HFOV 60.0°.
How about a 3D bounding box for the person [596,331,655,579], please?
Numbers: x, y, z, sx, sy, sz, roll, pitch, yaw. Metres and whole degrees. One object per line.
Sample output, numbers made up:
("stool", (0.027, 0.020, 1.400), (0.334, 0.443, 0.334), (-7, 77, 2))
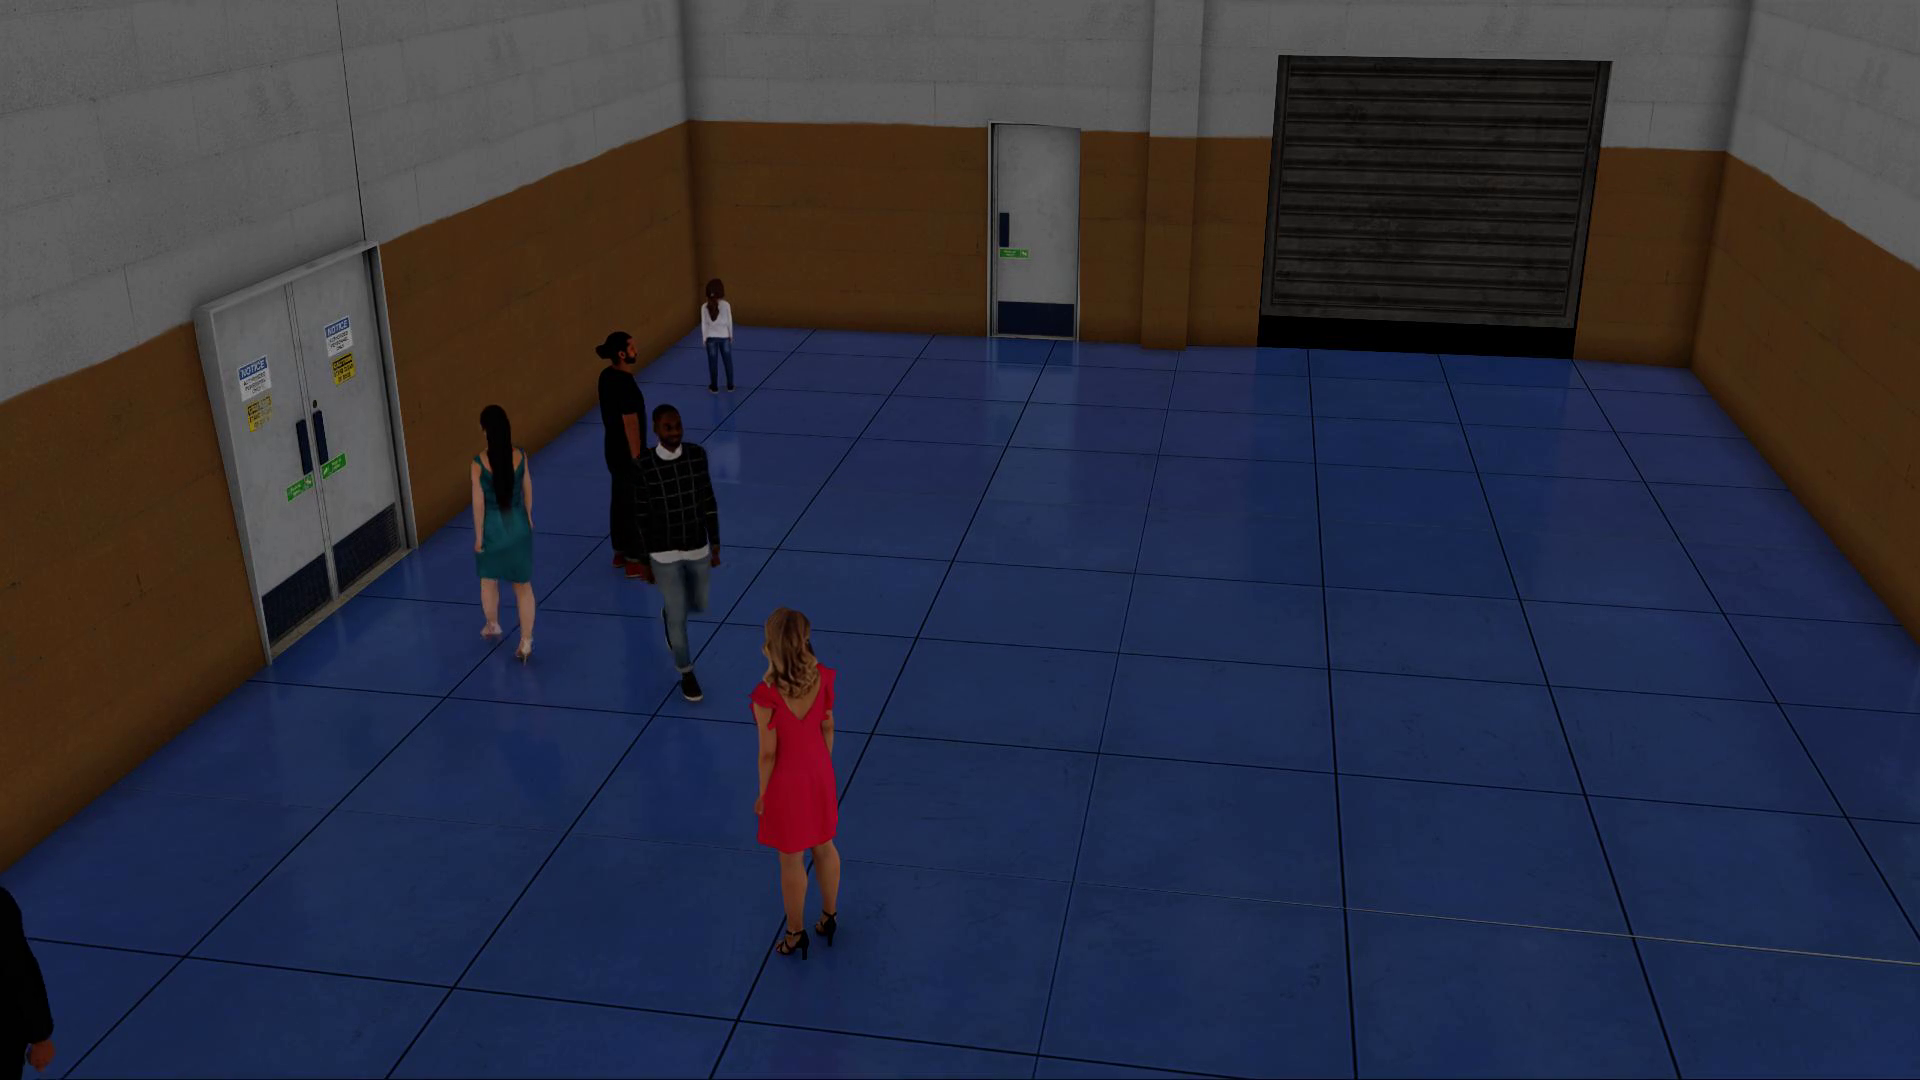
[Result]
("person", (-2.354, -0.607, 11.707), (0.754, 1.758, 0.711), (-12, 25, -28))

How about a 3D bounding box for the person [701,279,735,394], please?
("person", (-2.328, -1.970, 15.965), (0.507, 1.110, 0.584), (-7, 23, -17))

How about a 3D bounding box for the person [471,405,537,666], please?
("person", (-2.789, -0.001, 10.319), (0.851, 1.667, 0.913), (-15, 26, -33))

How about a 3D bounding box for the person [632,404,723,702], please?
("person", (-1.740, 0.027, 10.069), (1.092, 1.801, 1.115), (-12, 25, -27))

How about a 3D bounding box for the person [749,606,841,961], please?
("person", (-0.725, 1.098, 7.503), (0.667, 1.728, 0.723), (-15, 27, -34))
